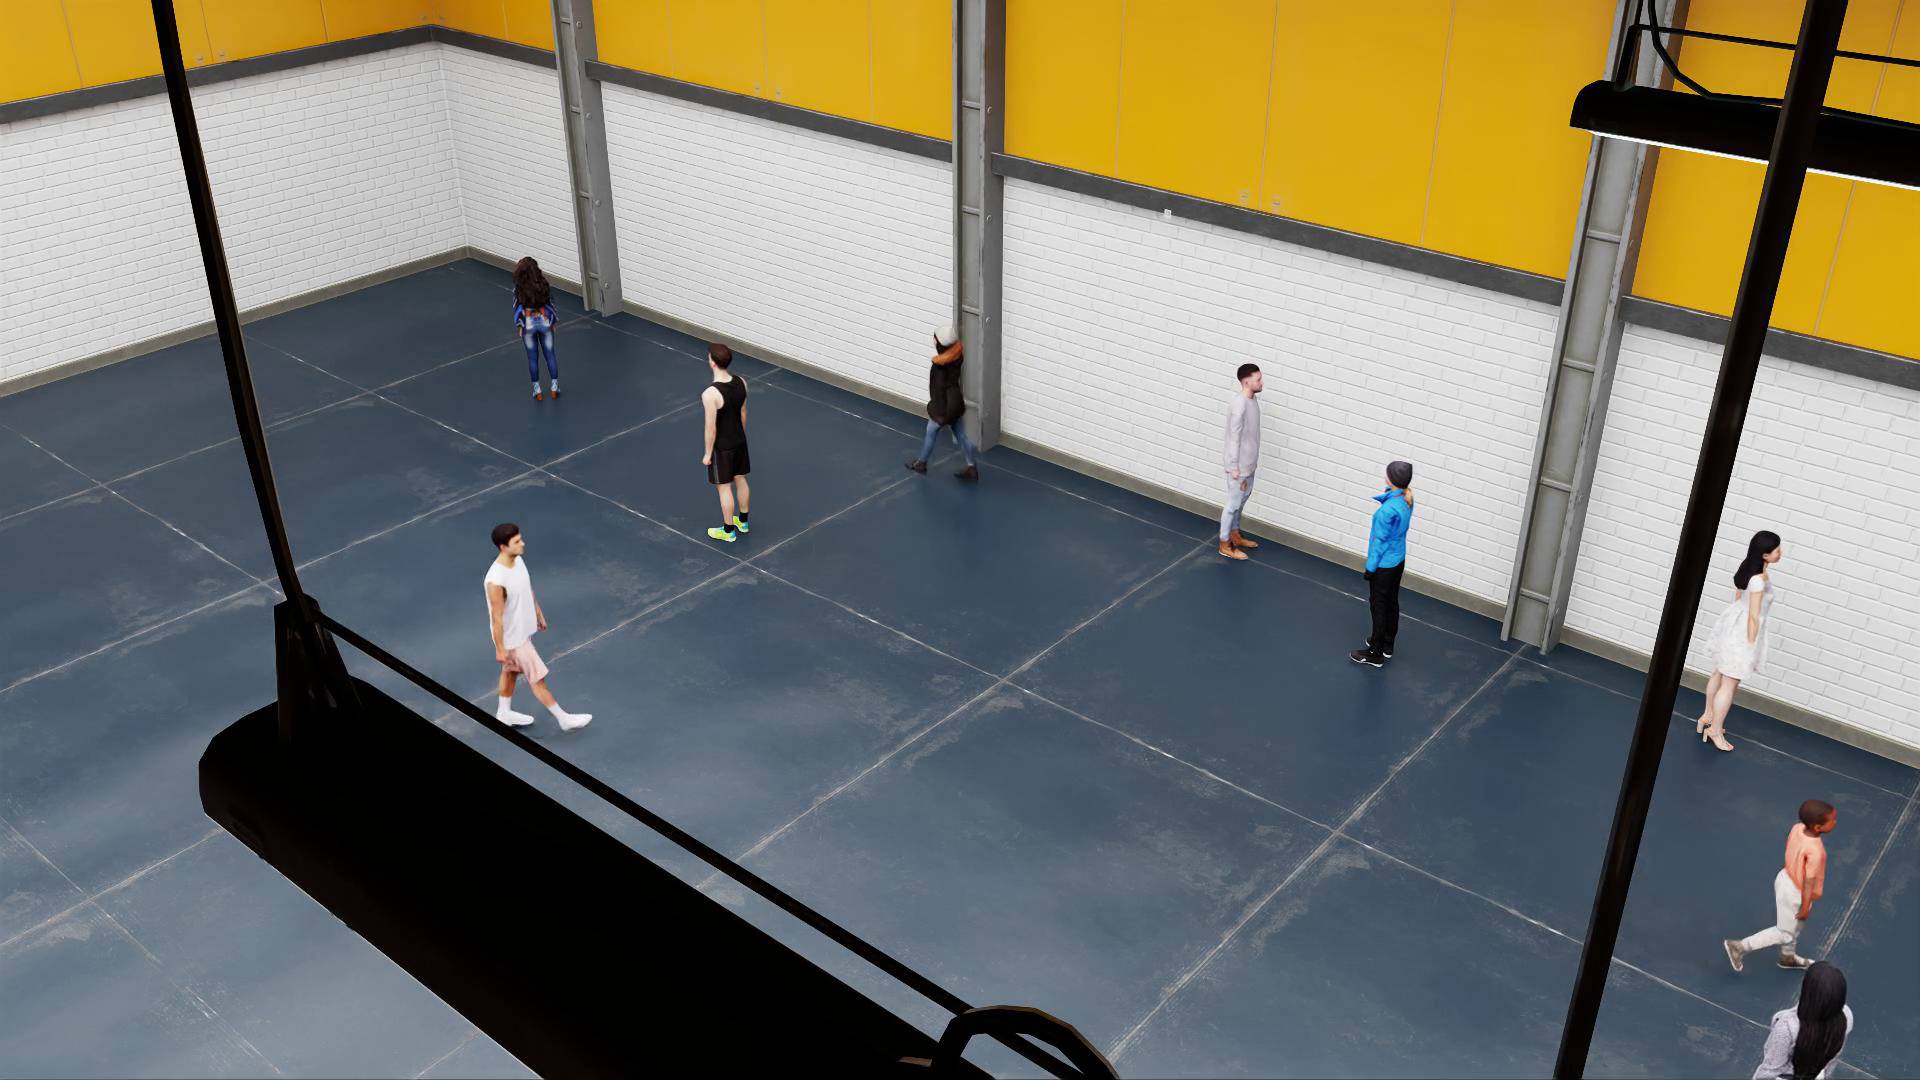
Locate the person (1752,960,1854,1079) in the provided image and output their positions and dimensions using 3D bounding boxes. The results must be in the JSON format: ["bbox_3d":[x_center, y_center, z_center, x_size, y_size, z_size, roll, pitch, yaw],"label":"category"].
[{"bbox_3d":[4.207,2.814,8.463,0.670,1.724,0.706,-5,29,-10],"label":"person"}]

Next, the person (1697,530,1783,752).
[{"bbox_3d":[5.745,0.724,12.242,0.782,1.774,0.758,7,29,12],"label":"person"}]

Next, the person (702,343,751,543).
[{"bbox_3d":[-2.113,-0.888,15.074,0.600,1.892,0.683,19,34,31],"label":"person"}]

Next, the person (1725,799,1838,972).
[{"bbox_3d":[5.053,2.134,10.158,0.895,1.295,0.744,4,29,8],"label":"person"}]

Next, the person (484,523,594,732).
[{"bbox_3d":[-3.389,0.674,12.351,1.137,1.757,1.021,1,29,2],"label":"person"}]

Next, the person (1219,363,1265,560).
[{"bbox_3d":[2.504,-0.723,14.828,0.666,1.839,0.730,13,31,22],"label":"person"}]

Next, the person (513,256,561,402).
[{"bbox_3d":[-4.561,-2.292,17.935,0.694,1.617,0.718,-8,30,-15],"label":"person"}]

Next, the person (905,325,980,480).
[{"bbox_3d":[-0.060,-1.293,16.127,1.084,1.595,0.806,13,31,22],"label":"person"}]

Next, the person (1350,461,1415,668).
[{"bbox_3d":[3.399,0.183,13.214,0.521,1.793,0.618,24,36,36],"label":"person"}]
